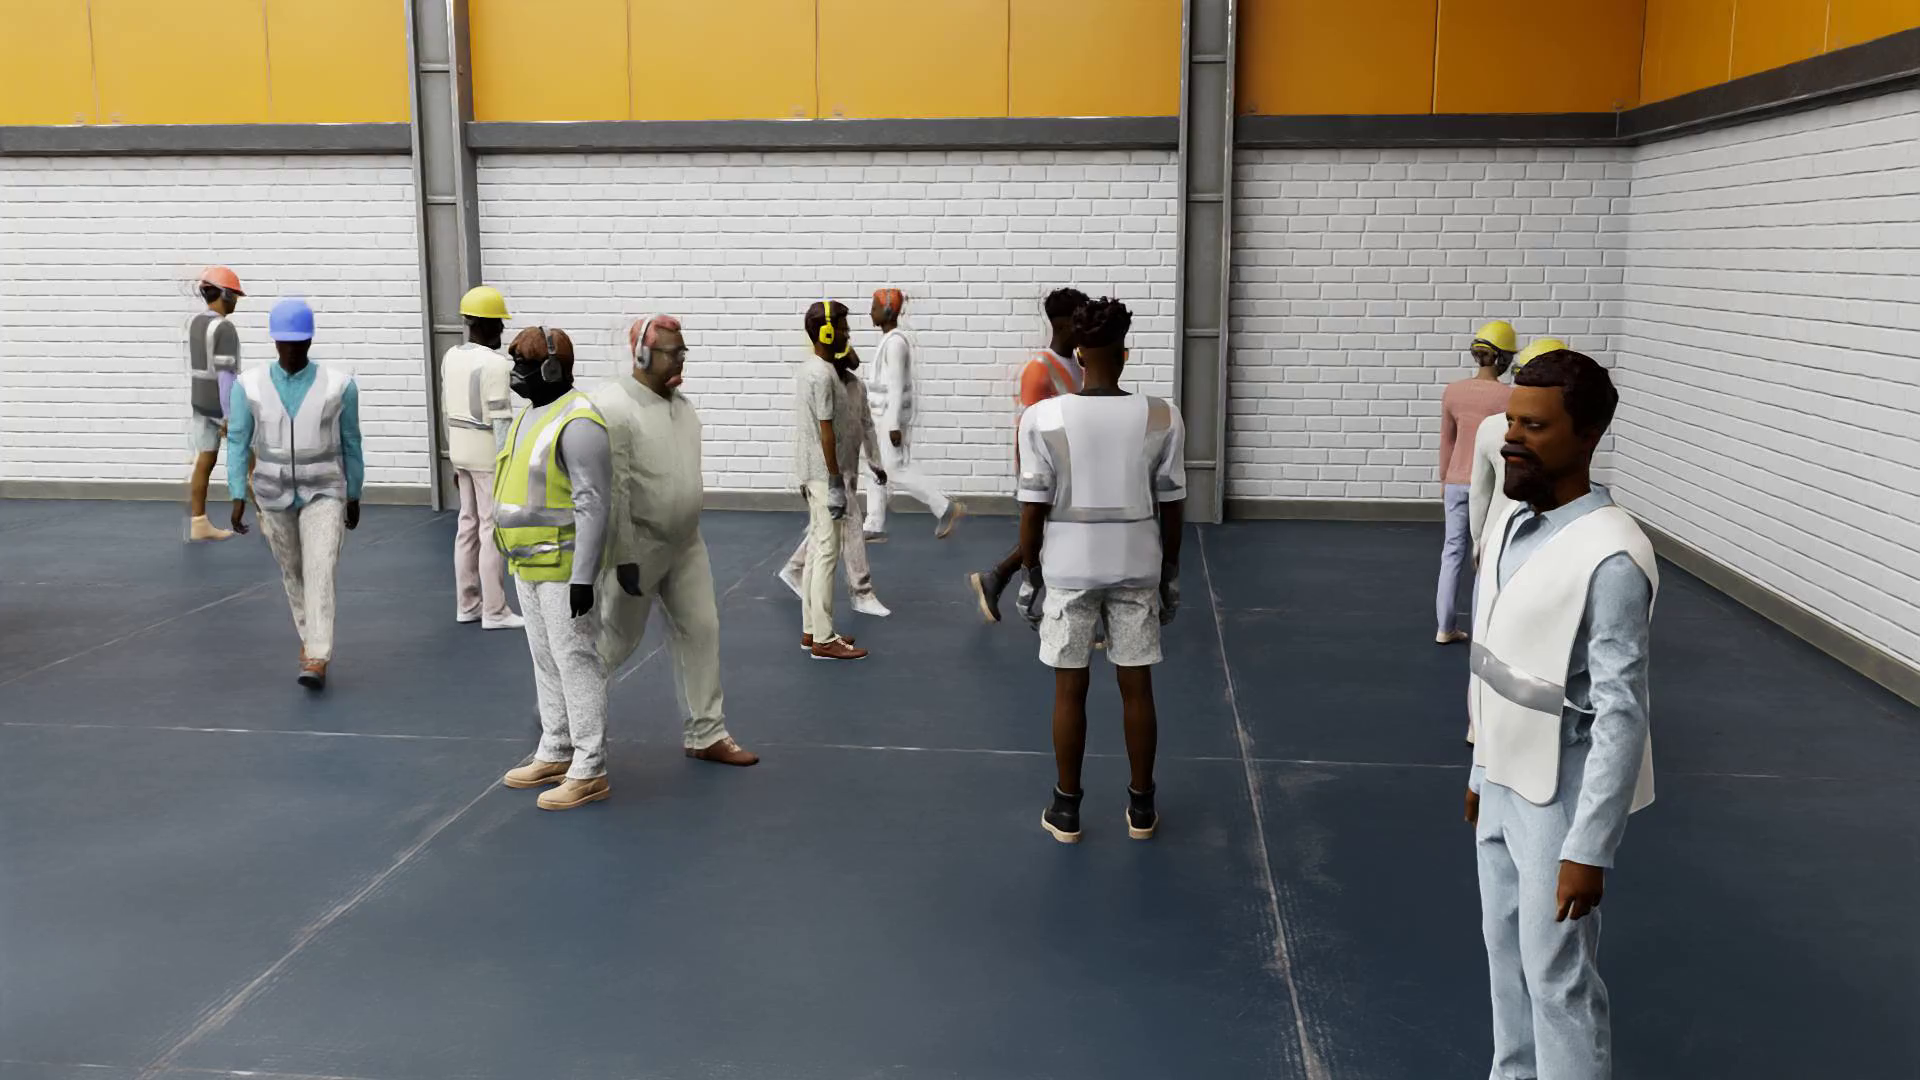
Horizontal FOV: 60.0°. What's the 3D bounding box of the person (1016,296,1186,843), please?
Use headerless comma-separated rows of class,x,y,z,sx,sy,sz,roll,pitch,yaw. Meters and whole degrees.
person,0.502,0.114,5.975,0.609,1.963,0.367,-1,10,-3

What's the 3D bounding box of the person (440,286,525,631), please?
person,-2.665,-0.456,9.353,0.594,1.924,0.376,9,14,43

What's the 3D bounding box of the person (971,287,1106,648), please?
person,0.437,-0.400,9.013,0.815,1.941,0.602,5,11,24

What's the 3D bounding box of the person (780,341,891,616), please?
person,-0.773,-0.420,9.814,0.826,1.690,0.512,6,12,31

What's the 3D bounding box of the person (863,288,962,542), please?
person,-0.423,-0.880,11.980,0.790,1.861,0.583,-1,10,-5

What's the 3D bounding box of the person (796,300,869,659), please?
person,-0.683,-0.311,8.693,0.328,1.868,0.511,-3,10,-15

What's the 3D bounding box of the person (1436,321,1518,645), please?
person,2.774,-0.277,8.816,0.344,1.758,0.532,-8,12,-37

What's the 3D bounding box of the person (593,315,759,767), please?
person,-1.312,0.004,6.885,0.893,1.872,0.639,6,12,31

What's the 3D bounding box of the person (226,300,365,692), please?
person,-3.259,-0.228,8.167,0.612,1.877,1.053,-2,10,-12

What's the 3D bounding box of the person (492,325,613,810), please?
person,-1.567,0.102,6.397,0.429,1.842,0.635,-7,12,-35

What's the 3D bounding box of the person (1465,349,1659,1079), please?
person,1.264,0.552,3.593,0.384,1.921,0.596,-1,10,-4

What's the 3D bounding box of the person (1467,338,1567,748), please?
person,2.385,0.039,6.982,0.326,1.767,0.532,-7,12,-36
